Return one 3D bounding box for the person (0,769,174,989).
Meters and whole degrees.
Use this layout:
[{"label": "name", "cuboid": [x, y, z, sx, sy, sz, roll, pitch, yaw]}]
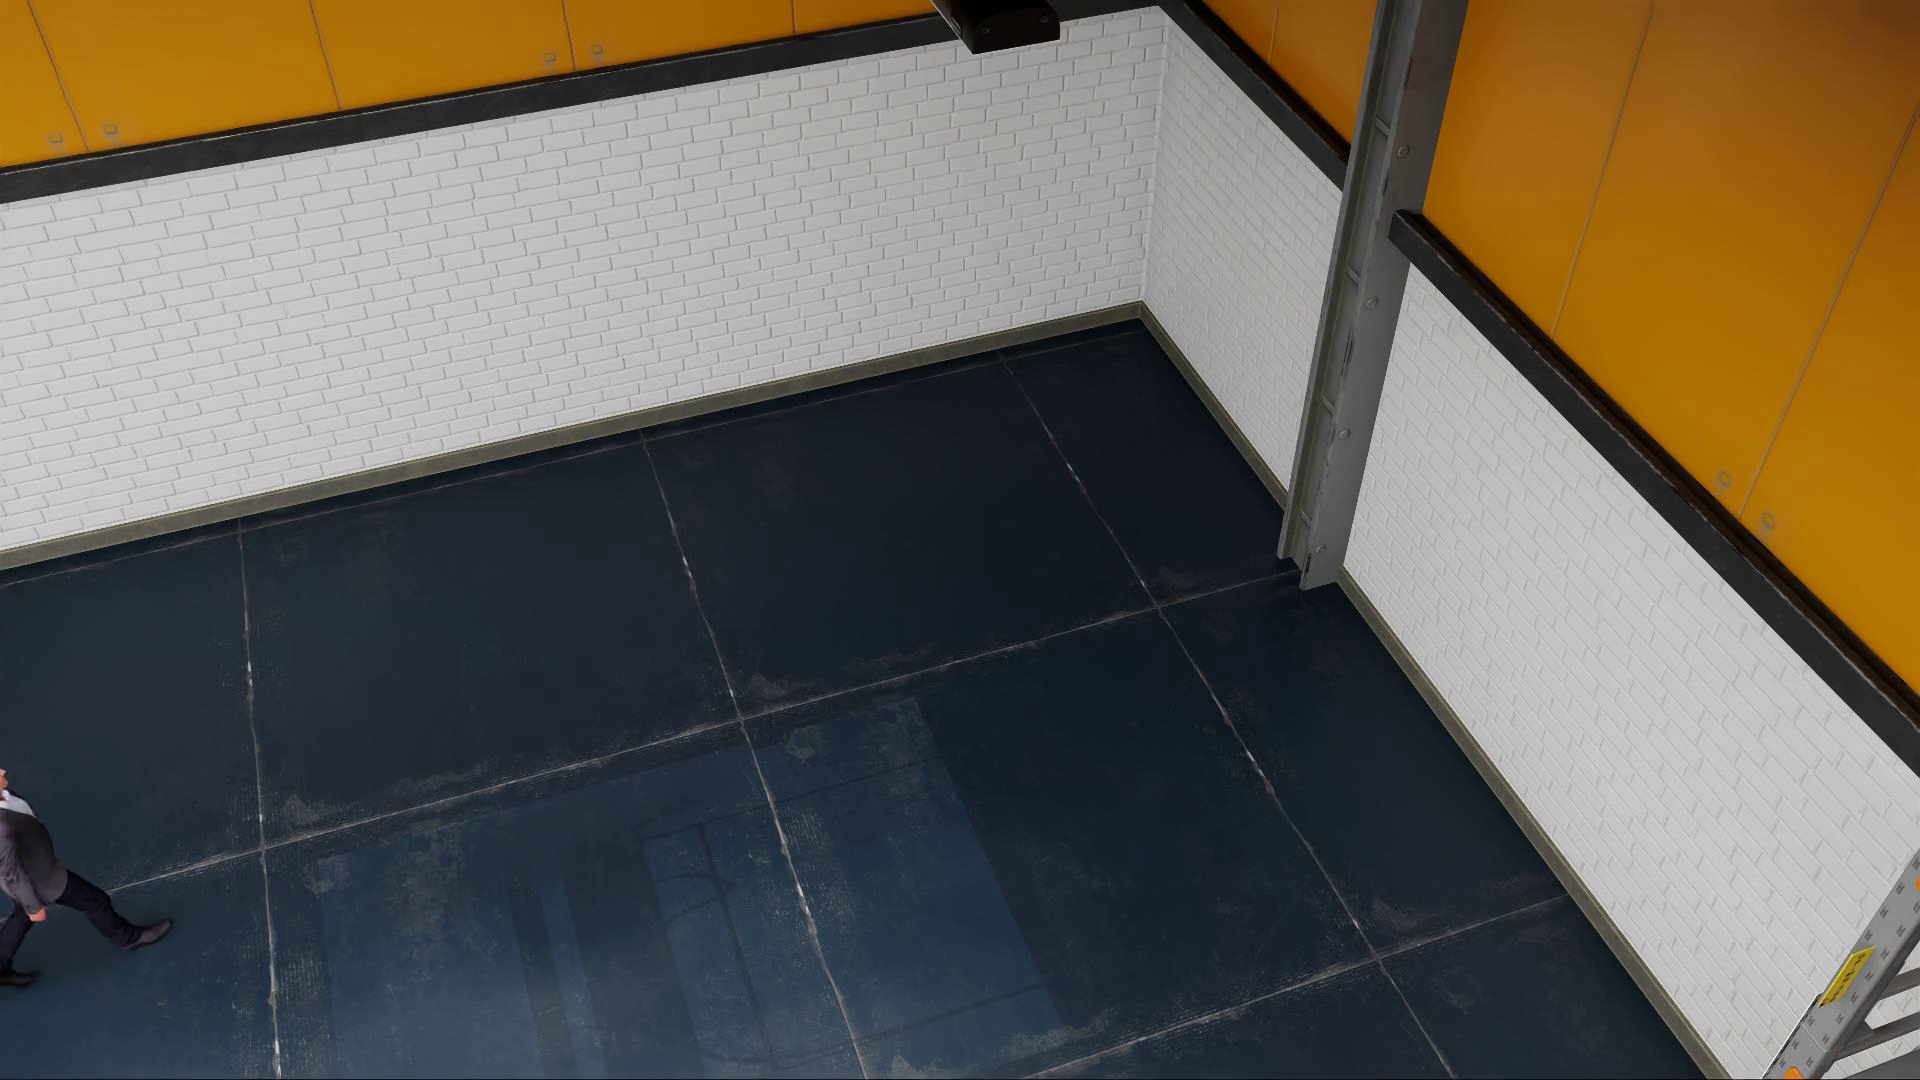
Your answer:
[{"label": "person", "cuboid": [-5.060, 1.818, 8.910, 1.068, 1.798, 1.259, -30, 51, -28]}]
